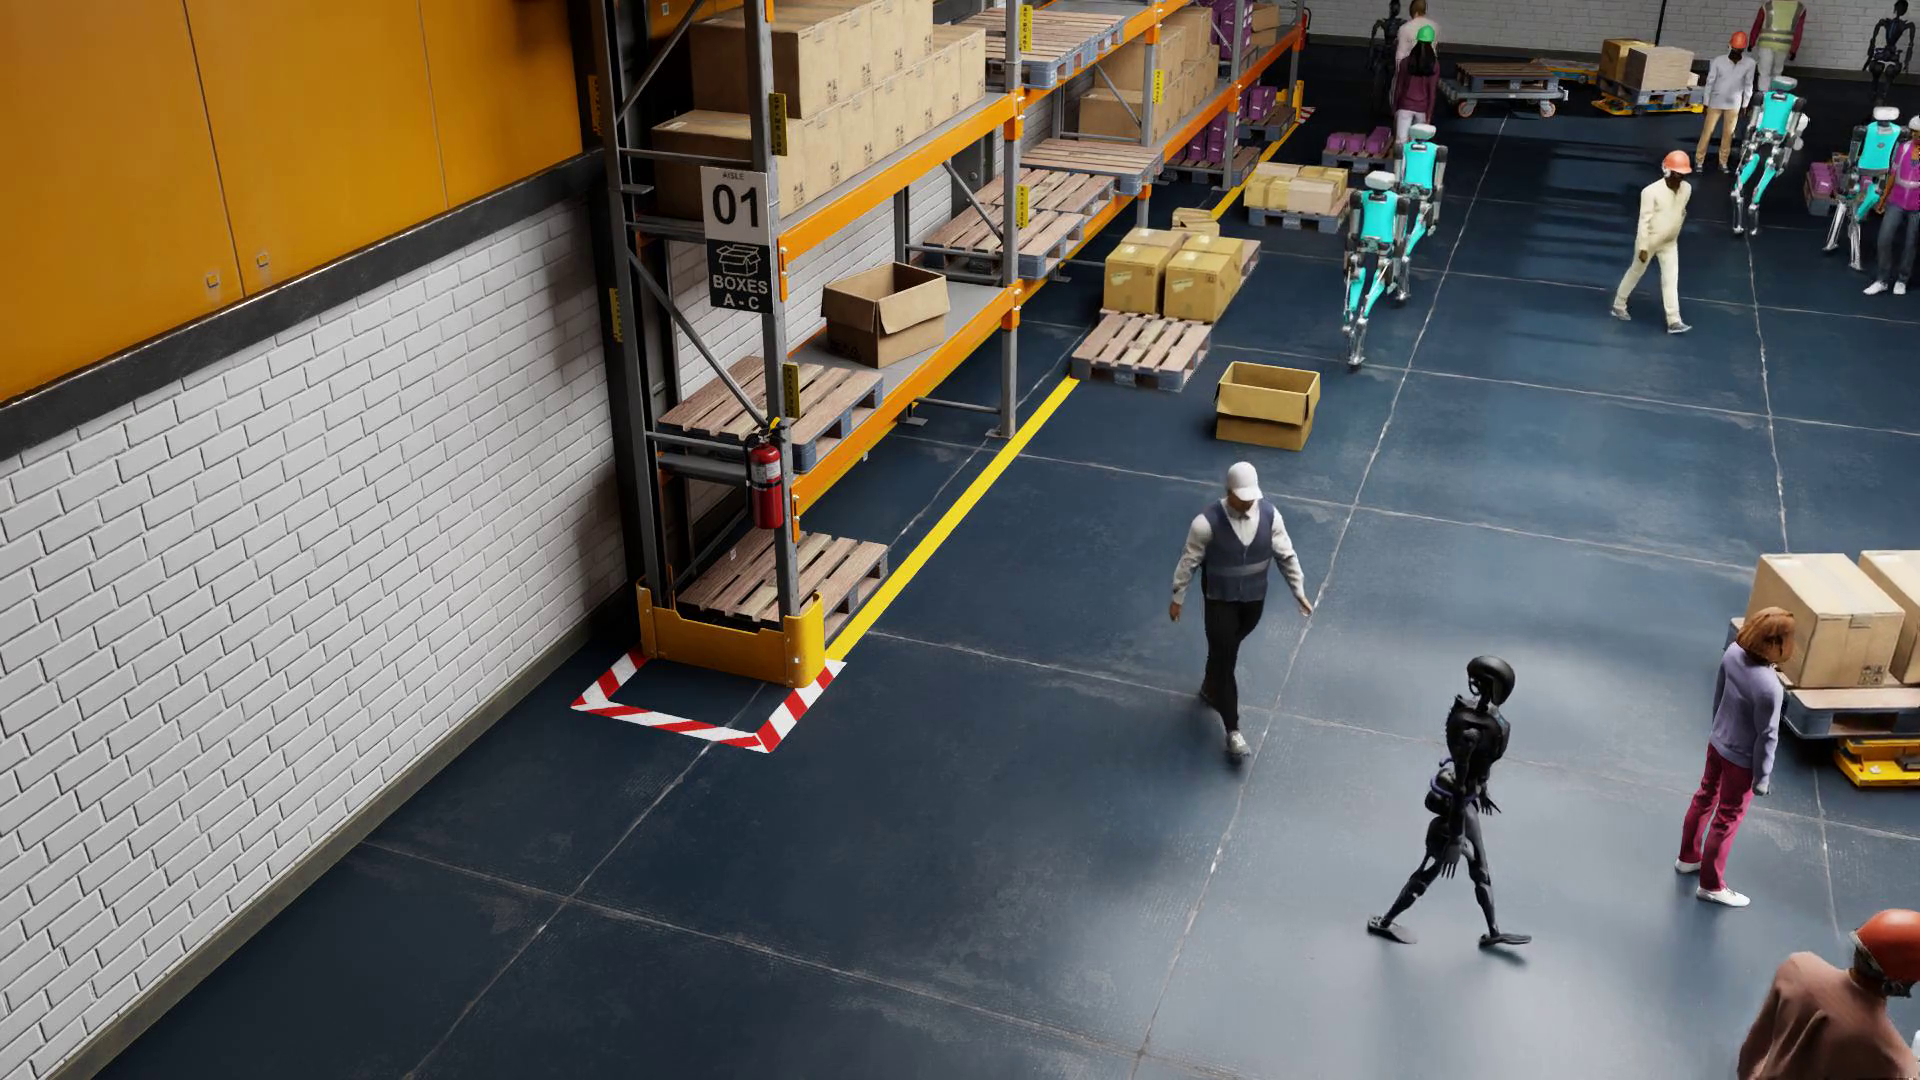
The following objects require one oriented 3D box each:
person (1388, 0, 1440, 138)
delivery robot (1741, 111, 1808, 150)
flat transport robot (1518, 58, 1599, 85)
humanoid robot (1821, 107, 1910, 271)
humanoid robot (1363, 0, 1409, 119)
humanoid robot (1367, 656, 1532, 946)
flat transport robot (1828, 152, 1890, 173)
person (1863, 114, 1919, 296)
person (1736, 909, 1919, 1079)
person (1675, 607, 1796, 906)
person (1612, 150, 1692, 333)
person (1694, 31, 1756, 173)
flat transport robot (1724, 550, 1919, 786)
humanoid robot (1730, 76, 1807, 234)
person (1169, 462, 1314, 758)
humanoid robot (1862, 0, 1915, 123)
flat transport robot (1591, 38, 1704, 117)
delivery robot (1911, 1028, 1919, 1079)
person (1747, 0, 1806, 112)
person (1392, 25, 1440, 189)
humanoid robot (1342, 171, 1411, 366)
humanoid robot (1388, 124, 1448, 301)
[{"bbox_3d":[5.955,-6.160,21.905,0.633,1.921,0.473,-8,28,-15],"label":"person"},{"bbox_3d":[10.818,-5.501,22.098,0.765,0.585,0.499,7,28,12],"label":"delivery robot"},{"bbox_3d":[9.433,-7.297,25.905,1.431,0.231,0.659,14,31,26],"label":"flat transport robot"},{"bbox_3d":[9.428,-3.737,17.441,0.551,1.746,0.938,6,28,11],"label":"humanoid robot"},{"bbox_3d":[5.955,-6.726,23.269,0.596,1.647,0.407,-2,27,-3],"label":"humanoid robot"},{"bbox_3d":[2.385,1.262,7.802,0.756,1.626,0.600,14,30,25],"label":"humanoid robot"},{"bbox_3d":[11.086,-4.480,20.441,0.659,0.231,1.431,10,29,19],"label":"flat transport robot"},{"bbox_3d":[9.372,-3.285,16.424,0.694,1.815,0.681,-22,34,-36],"label":"person"},{"bbox_3d":[2.937,2.096,5.845,0.629,1.959,0.657,-7,28,-14],"label":"person"},{"bbox_3d":[3.850,1.053,8.216,0.284,1.633,0.499,-1,27,-3],"label":"person"},{"bbox_3d":[6.598,-2.807,15.627,0.588,1.699,0.908,-9,29,-17],"label":"person"},{"bbox_3d":[9.537,-5.449,20.715,0.558,1.741,0.357,6,28,11],"label":"person"},{"bbox_3d":[5.299,0.980,9.849,0.659,0.231,1.431,-1,27,-1],"label":"flat transport robot"},{"bbox_3d":[8.745,-4.127,18.151,0.552,1.761,0.919,19,33,33],"label":"humanoid robot"},{"bbox_3d":[1.608,0.356,9.478,0.760,1.711,0.909,-8,28,-14],"label":"person"},{"bbox_3d":[12.963,-6.690,23.203,0.612,1.637,0.657,24,36,38],"label":"humanoid robot"},{"bbox_3d":[9.934,-6.305,23.980,1.431,0.231,0.659,-4,28,-8],"label":"flat transport robot"},{"bbox_3d":[4.207,2.351,6.852,0.499,0.570,0.747,2,27,5],"label":"delivery robot"},{"bbox_3d":[11.616,-7.049,23.765,0.640,1.777,0.993,8,28,14],"label":"person"},{"bbox_3d":[5.479,-5.209,20.060,0.494,1.916,0.846,5,28,9],"label":"person"},{"bbox_3d":[3.569,-2.313,14.653,0.544,1.769,0.910,16,31,28],"label":"humanoid robot"},{"bbox_3d":[4.349,-3.103,16.165,0.564,1.744,0.922,14,30,25],"label":"humanoid robot"}]
